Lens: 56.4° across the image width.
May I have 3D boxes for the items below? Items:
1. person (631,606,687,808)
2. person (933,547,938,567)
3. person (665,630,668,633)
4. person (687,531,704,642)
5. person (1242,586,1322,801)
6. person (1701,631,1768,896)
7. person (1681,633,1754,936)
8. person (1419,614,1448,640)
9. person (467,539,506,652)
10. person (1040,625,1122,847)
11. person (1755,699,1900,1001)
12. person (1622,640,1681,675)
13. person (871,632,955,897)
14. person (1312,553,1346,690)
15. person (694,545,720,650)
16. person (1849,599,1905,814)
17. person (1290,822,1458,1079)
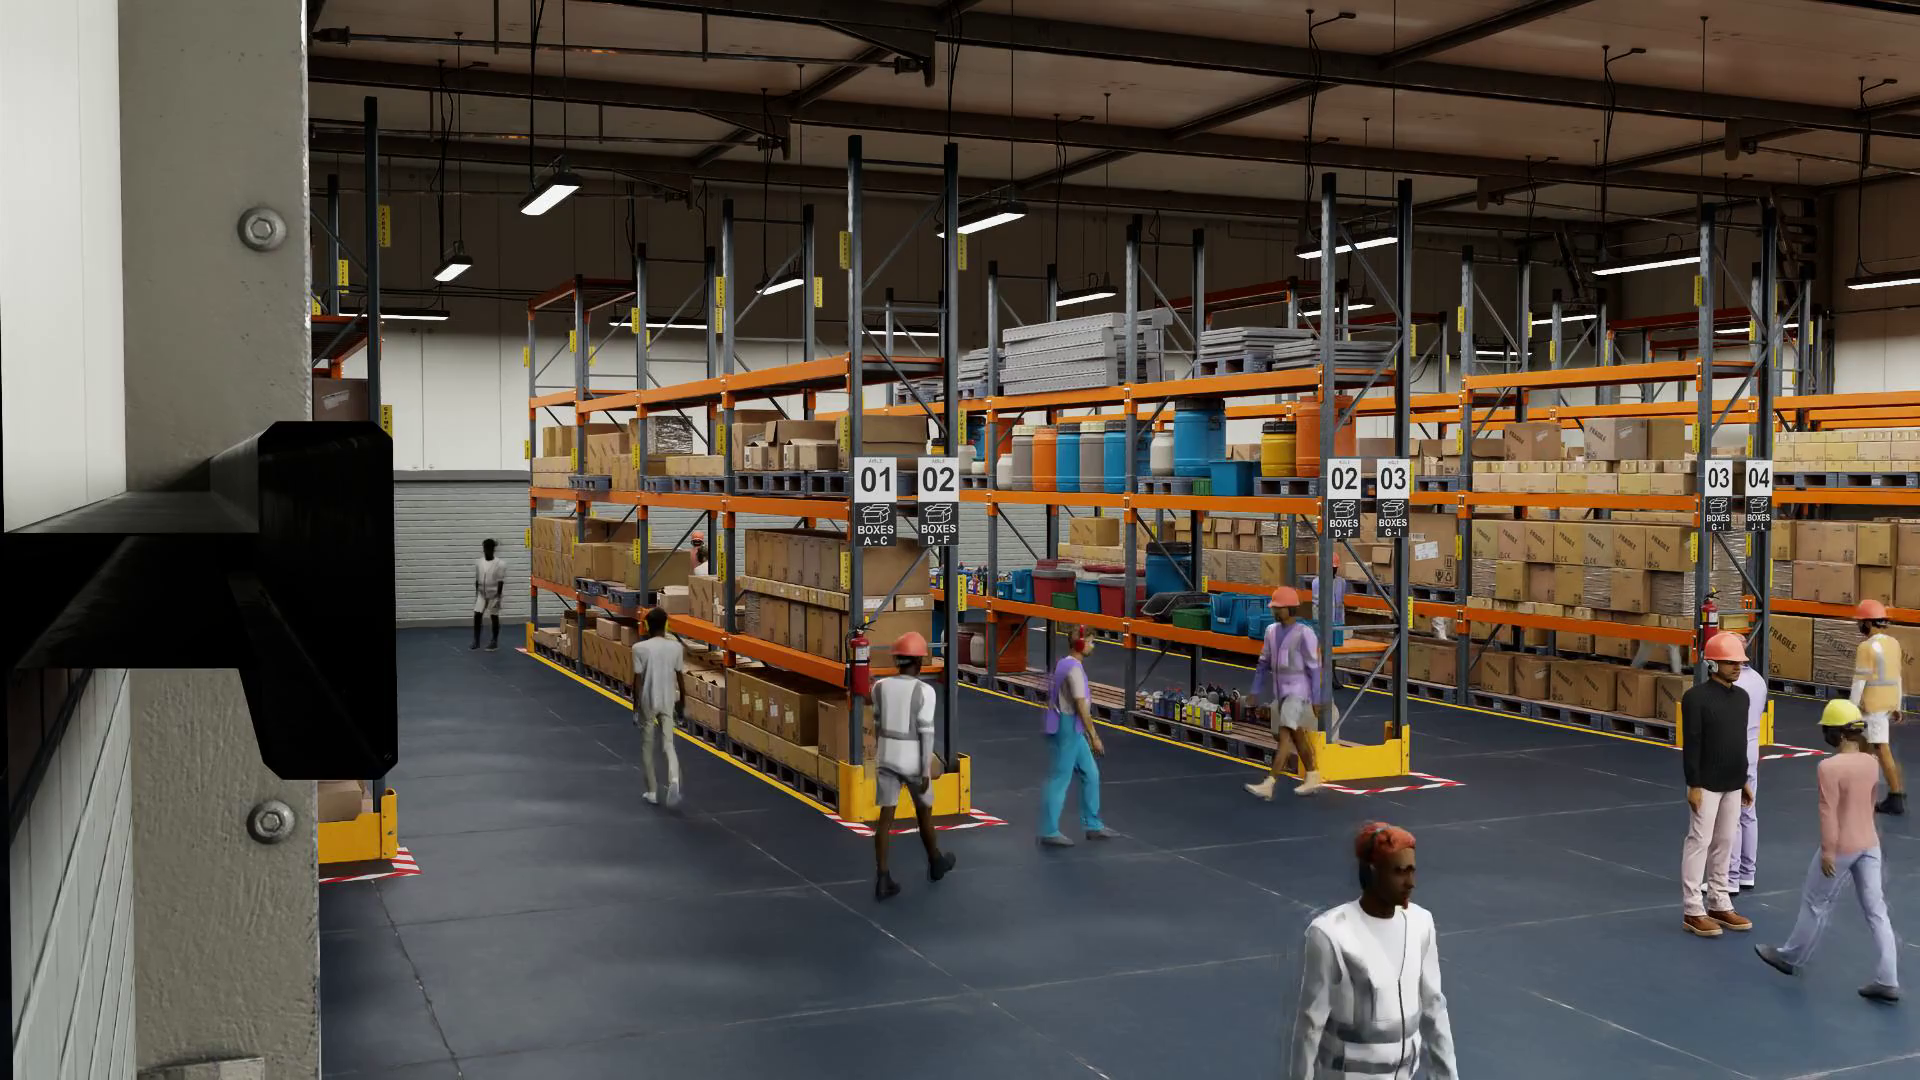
[{"bbox_3d":[-2.747,1.525,16.423,0.515,1.842,0.805,-1,2,-22],"label":"person"},{"bbox_3d":[-0.363,0.759,34.493,0.409,1.986,0.619,1,2,21],"label":"person"},{"bbox_3d":[-4.994,1.044,29.392,0.591,1.806,0.815,-1,2,-24],"label":"person"},{"bbox_3d":[-4.733,0.834,32.369,0.611,1.996,0.379,-1,2,-13],"label":"person"},{"bbox_3d":[3.036,1.431,16.799,1.022,1.990,0.625,-1,2,-28],"label":"person"},{"bbox_3d":[5.604,1.617,13.082,0.639,1.910,0.406,-2,3,-41],"label":"person"},{"bbox_3d":[5.074,1.616,11.973,0.609,1.996,0.383,-1,3,-29],"label":"person"},{"bbox_3d":[7.696,1.073,28.751,0.639,1.801,0.944,-1,2,-15],"label":"person"},{"bbox_3d":[-8.011,0.947,30.338,0.627,1.918,0.805,1,2,13],"label":"person"},{"bbox_3d":[1.019,1.603,14.654,0.800,1.809,0.570,0,2,3],"label":"person"},{"bbox_3d":[5.194,1.802,10.615,0.551,1.713,0.908,-1,2,-25],"label":"person"},{"bbox_3d":[10.082,1.130,25.962,0.626,1.888,1.023,-1,2,-22],"label":"person"},{"bbox_3d":[-0.376,1.620,13.181,0.571,1.885,0.966,1,2,27],"label":"person"},{"bbox_3d":[5.206,1.140,25.171,0.548,1.934,0.374,-1,2,-23],"label":"person"},{"bbox_3d":[-3.928,1.041,27.706,0.379,1.940,0.629,1,2,24],"label":"person"},{"bbox_3d":[8.225,1.494,16.309,0.587,1.899,0.895,-2,3,-36],"label":"person"},{"bbox_3d":[1.505,1.914,6.311,0.597,1.824,1.000,-2,3,-36],"label":"person"}]
